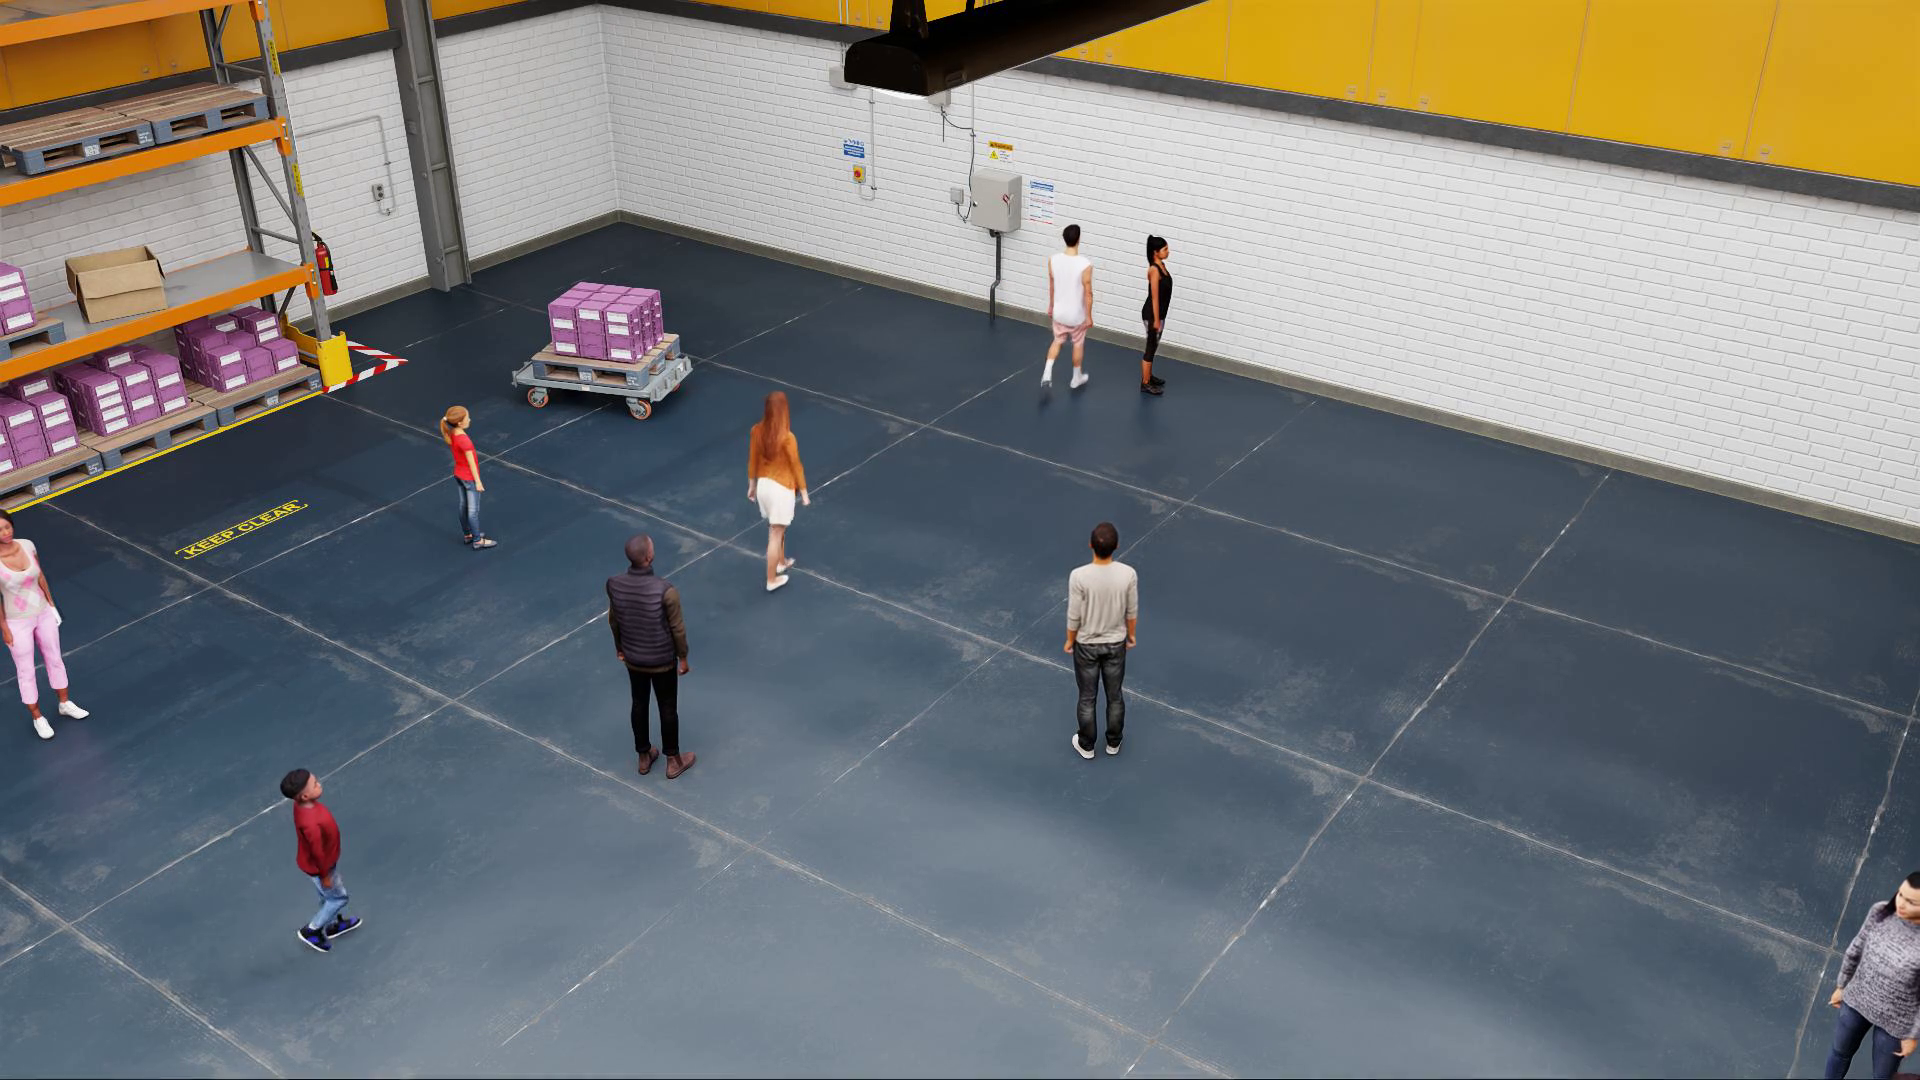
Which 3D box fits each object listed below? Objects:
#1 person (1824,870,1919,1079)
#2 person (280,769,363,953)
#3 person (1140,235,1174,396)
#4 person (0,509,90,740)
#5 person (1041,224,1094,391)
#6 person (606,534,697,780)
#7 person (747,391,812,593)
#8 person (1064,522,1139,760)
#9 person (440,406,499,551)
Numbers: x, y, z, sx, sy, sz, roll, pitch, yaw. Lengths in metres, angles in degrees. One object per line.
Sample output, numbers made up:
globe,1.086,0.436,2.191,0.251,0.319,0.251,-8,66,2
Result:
person,4.687,2.375,8.447,0.677,1.732,0.692,-14,32,-24
person,-3.842,1.905,9.818,0.688,1.245,0.620,-15,32,-25
person,2.009,-2.343,17.173,0.707,1.659,0.570,7,29,12
person,-6.595,0.564,11.757,0.642,1.741,0.477,15,32,26
person,1.086,-2.331,17.033,0.699,1.772,0.963,16,32,26
person,-2.101,0.782,11.260,0.752,1.835,0.670,9,30,16
person,-1.544,-0.360,13.492,0.622,1.703,0.691,19,34,31
person,0.974,0.696,11.442,0.730,1.811,0.779,-4,29,-7
person,-4.229,-0.544,14.238,0.552,1.310,0.535,-23,36,-35
